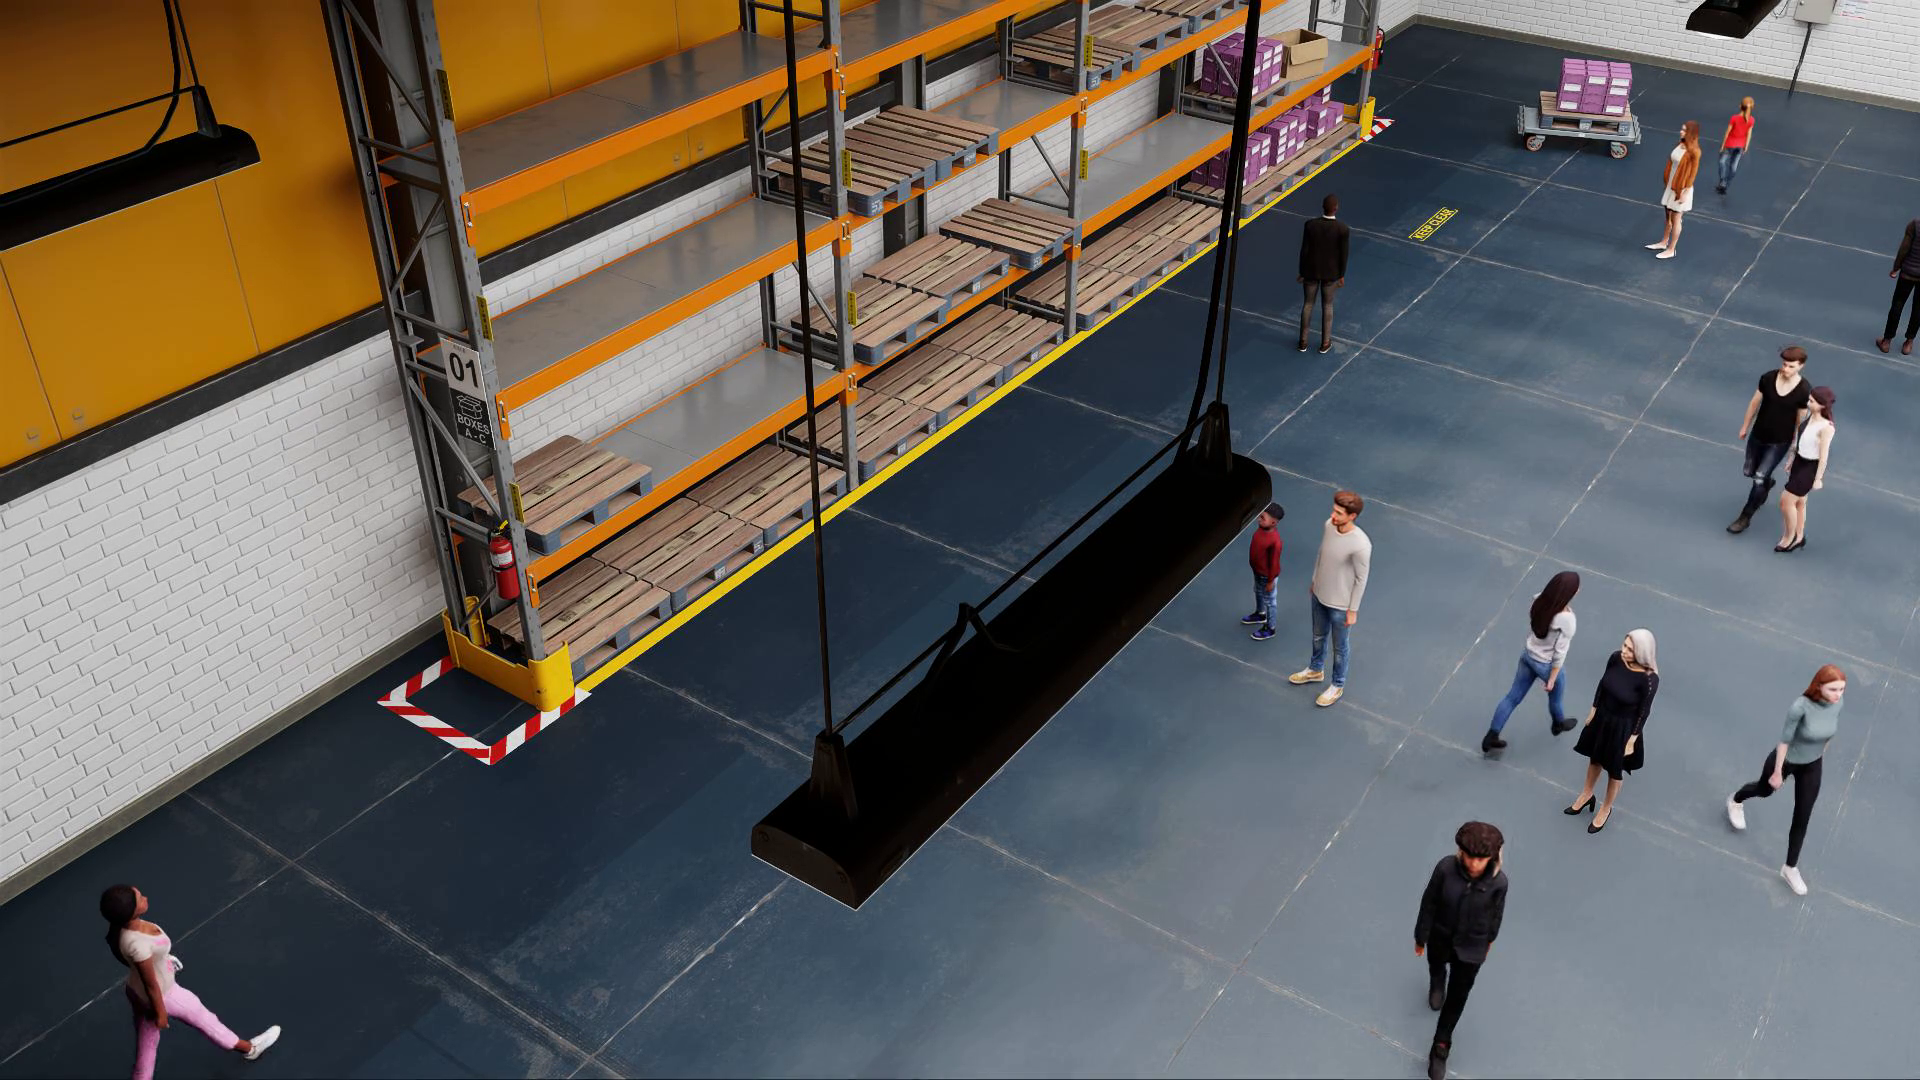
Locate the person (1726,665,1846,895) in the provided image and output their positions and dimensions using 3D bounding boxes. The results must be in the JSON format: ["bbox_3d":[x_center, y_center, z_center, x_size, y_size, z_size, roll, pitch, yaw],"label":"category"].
[{"bbox_3d":[5.729,1.519,11.544,1.112,1.699,1.193,-5,34,-7],"label":"person"}]

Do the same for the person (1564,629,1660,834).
[{"bbox_3d":[4.628,1.344,11.765,0.715,1.746,0.694,-16,37,-22],"label":"person"}]

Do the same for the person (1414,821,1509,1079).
[{"bbox_3d":[3.054,2.372,10.222,0.829,1.742,1.179,11,35,17],"label":"person"}]

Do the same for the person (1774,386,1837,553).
[{"bbox_3d":[7.608,-0.608,14.806,0.767,1.629,0.697,-2,34,-3],"label":"person"}]

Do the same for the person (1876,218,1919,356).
[{"bbox_3d":[10.420,-2.907,18.080,0.761,1.835,0.681,10,35,14],"label":"person"}]

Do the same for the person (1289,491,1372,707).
[{"bbox_3d":[2.939,0.434,12.993,0.725,1.902,0.752,-17,37,-24],"label":"person"}]

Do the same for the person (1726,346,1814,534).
[{"bbox_3d":[7.425,-0.955,15.114,1.102,1.868,0.893,-23,40,-30],"label":"person"}]

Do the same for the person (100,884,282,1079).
[{"bbox_3d":[-4.799,2.715,9.740,0.669,1.704,1.111,27,42,34],"label":"person"}]

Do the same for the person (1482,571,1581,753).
[{"bbox_3d":[4.291,0.962,12.490,1.165,1.580,0.963,-14,36,-20],"label":"person"}]

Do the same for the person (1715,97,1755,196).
[{"bbox_3d":[10.257,-5.187,21.995,0.581,1.297,0.618,5,34,7],"label":"person"}]

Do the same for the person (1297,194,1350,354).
[{"bbox_3d":[3.935,-2.901,18.103,0.721,1.799,0.659,9,35,13],"label":"person"}]

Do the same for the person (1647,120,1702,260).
[{"bbox_3d":[8.781,-4.299,20.277,0.773,1.720,0.712,-4,34,-6],"label":"person"}]

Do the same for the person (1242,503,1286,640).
[{"bbox_3d":[2.565,0.235,13.879,0.629,1.252,0.578,-9,35,-13],"label":"person"}]
